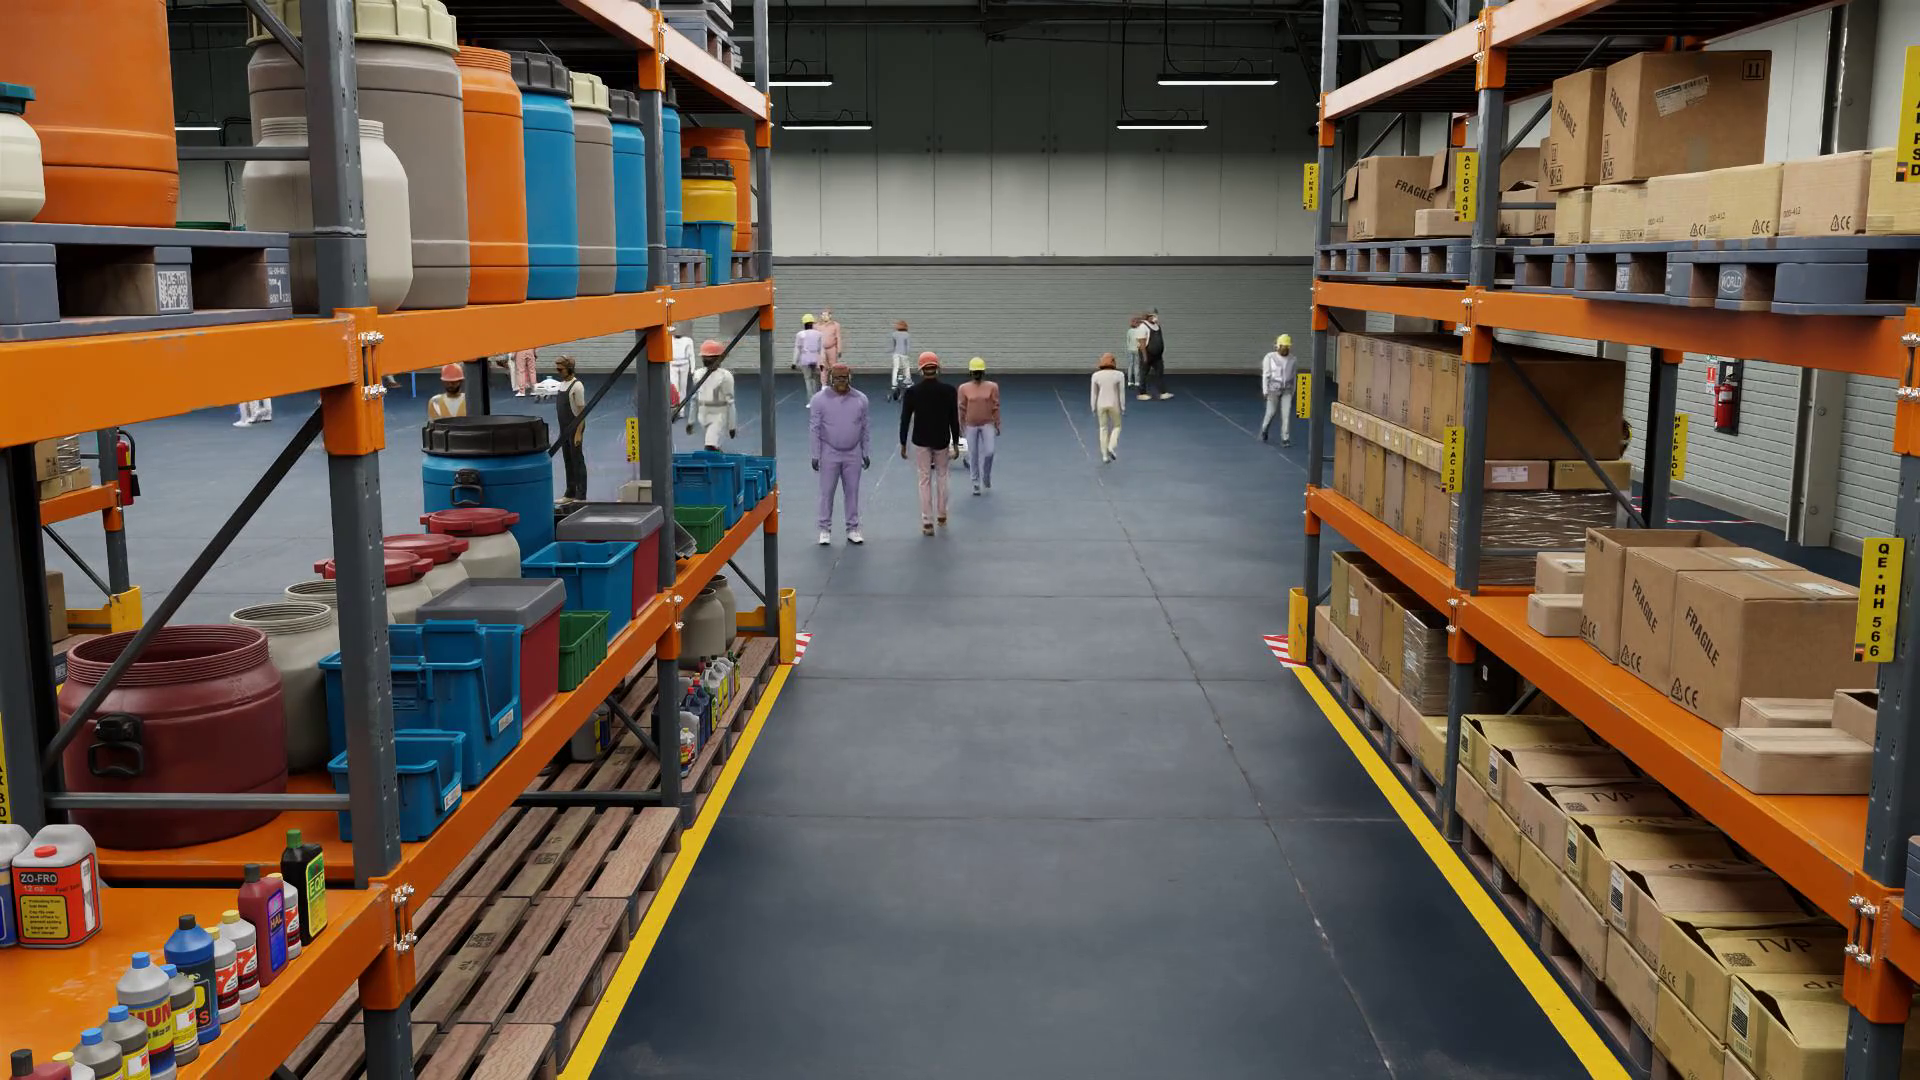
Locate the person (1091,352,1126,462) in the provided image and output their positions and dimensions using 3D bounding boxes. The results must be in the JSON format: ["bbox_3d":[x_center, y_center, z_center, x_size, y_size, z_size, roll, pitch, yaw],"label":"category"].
[{"bbox_3d":[2.209,-1.970,24.675,0.534,1.618,0.338,3,10,16],"label":"person"}]

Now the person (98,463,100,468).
[{"bbox_3d":[-12.238,-1.901,23.878,0.522,1.761,0.327,4,10,22],"label":"person"}]

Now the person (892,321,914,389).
[{"bbox_3d":[-1.349,-4.317,38.857,0.515,1.587,0.875,4,10,23],"label":"person"}]

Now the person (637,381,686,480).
[{"bbox_3d":[-2.363,-0.256,13.215,0.437,2.026,0.630,1,9,3],"label":"person"}]

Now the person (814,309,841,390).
[{"bbox_3d":[-3.077,-4.423,38.596,0.654,1.882,0.687,1,9,3],"label":"person"}]

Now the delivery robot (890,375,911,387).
[{"bbox_3d":[-1.267,-3.405,35.556,0.335,0.223,0.698,4,10,22],"label":"delivery robot"}]

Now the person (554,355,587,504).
[{"bbox_3d":[-4.705,-1.308,20.081,0.346,1.840,0.505,-8,12,-40],"label":"person"}]

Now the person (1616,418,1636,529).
[{"bbox_3d":[4.992,-0.051,12.648,0.579,1.805,0.975,-4,10,-23],"label":"person"}]

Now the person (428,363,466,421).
[{"bbox_3d":[-5.303,-0.924,17.537,0.548,1.919,0.611,-1,10,-8],"label":"person"}]

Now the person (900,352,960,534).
[{"bbox_3d":[-0.341,-1.087,18.350,0.645,1.973,0.732,-1,10,-6],"label":"person"}]

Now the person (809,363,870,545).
[{"bbox_3d":[-1.252,-0.908,17.488,0.651,1.906,0.403,-3,10,-17],"label":"person"}]

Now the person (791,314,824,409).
[{"bbox_3d":[-3.116,-3.634,33.804,0.601,1.905,0.652,-7,12,-36],"label":"person"}]

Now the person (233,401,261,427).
[{"bbox_3d":[-12.975,-2.980,30.037,0.438,1.856,0.550,2,10,11],"label":"person"}]

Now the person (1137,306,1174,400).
[{"bbox_3d":[4.182,-3.986,35.650,0.711,2.000,0.897,-9,13,-44],"label":"person"}]

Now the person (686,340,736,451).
[{"bbox_3d":[-3.058,-1.515,20.854,0.609,2.004,1.010,7,12,35],"label":"person"}]

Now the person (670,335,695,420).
[{"bbox_3d":[-5.309,-3.201,31.438,0.602,1.826,0.968,-2,10,-11],"label":"person"}]

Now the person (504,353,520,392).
[{"bbox_3d":[-10.202,-4.206,38.156,0.531,1.605,0.577,-9,13,-42],"label":"person"}]

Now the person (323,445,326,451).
[{"bbox_3d":[-9.783,-2.213,25.989,0.472,1.662,0.549,-2,10,-12],"label":"person"}]

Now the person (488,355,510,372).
[{"bbox_3d":[-11.150,-4.649,40.016,0.958,1.883,0.571,1,9,3],"label":"person"}]

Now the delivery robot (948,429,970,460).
[{"bbox_3d":[-0.159,-1.366,24.102,0.707,0.478,0.477,0,9,1],"label":"delivery robot"}]

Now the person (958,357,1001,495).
[{"bbox_3d":[0.238,-1.447,21.153,0.560,1.749,0.426,0,9,0],"label":"person"}]

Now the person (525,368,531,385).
[{"bbox_3d":[-10.423,-4.569,39.897,0.425,1.735,0.548,-4,10,-25],"label":"person"}]

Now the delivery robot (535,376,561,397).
[{"bbox_3d":[-8.706,-3.236,35.303,0.477,0.478,0.707,3,9,19],"label":"delivery robot"}]

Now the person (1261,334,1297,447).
[{"bbox_3d":[5.157,-2.434,26.919,0.600,1.808,0.697,-1,10,-8],"label":"person"}]

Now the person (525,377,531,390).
[{"bbox_3d":[-10.178,-4.316,38.619,0.746,1.661,0.551,5,10,25],"label":"person"}]

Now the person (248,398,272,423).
[{"bbox_3d":[-13.066,-3.129,30.788,0.402,1.906,0.651,5,11,27],"label":"person"}]

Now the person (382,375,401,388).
[{"bbox_3d":[-13.504,-4.571,39.350,0.468,1.928,0.635,0,9,1],"label":"person"}]

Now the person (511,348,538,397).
[{"bbox_3d":[-9.625,-4.116,36.703,0.651,1.906,0.403,-9,13,-42],"label":"person"}]

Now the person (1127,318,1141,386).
[{"bbox_3d":[4.216,-4.515,39.907,0.280,1.633,0.503,-8,12,-40],"label":"person"}]
